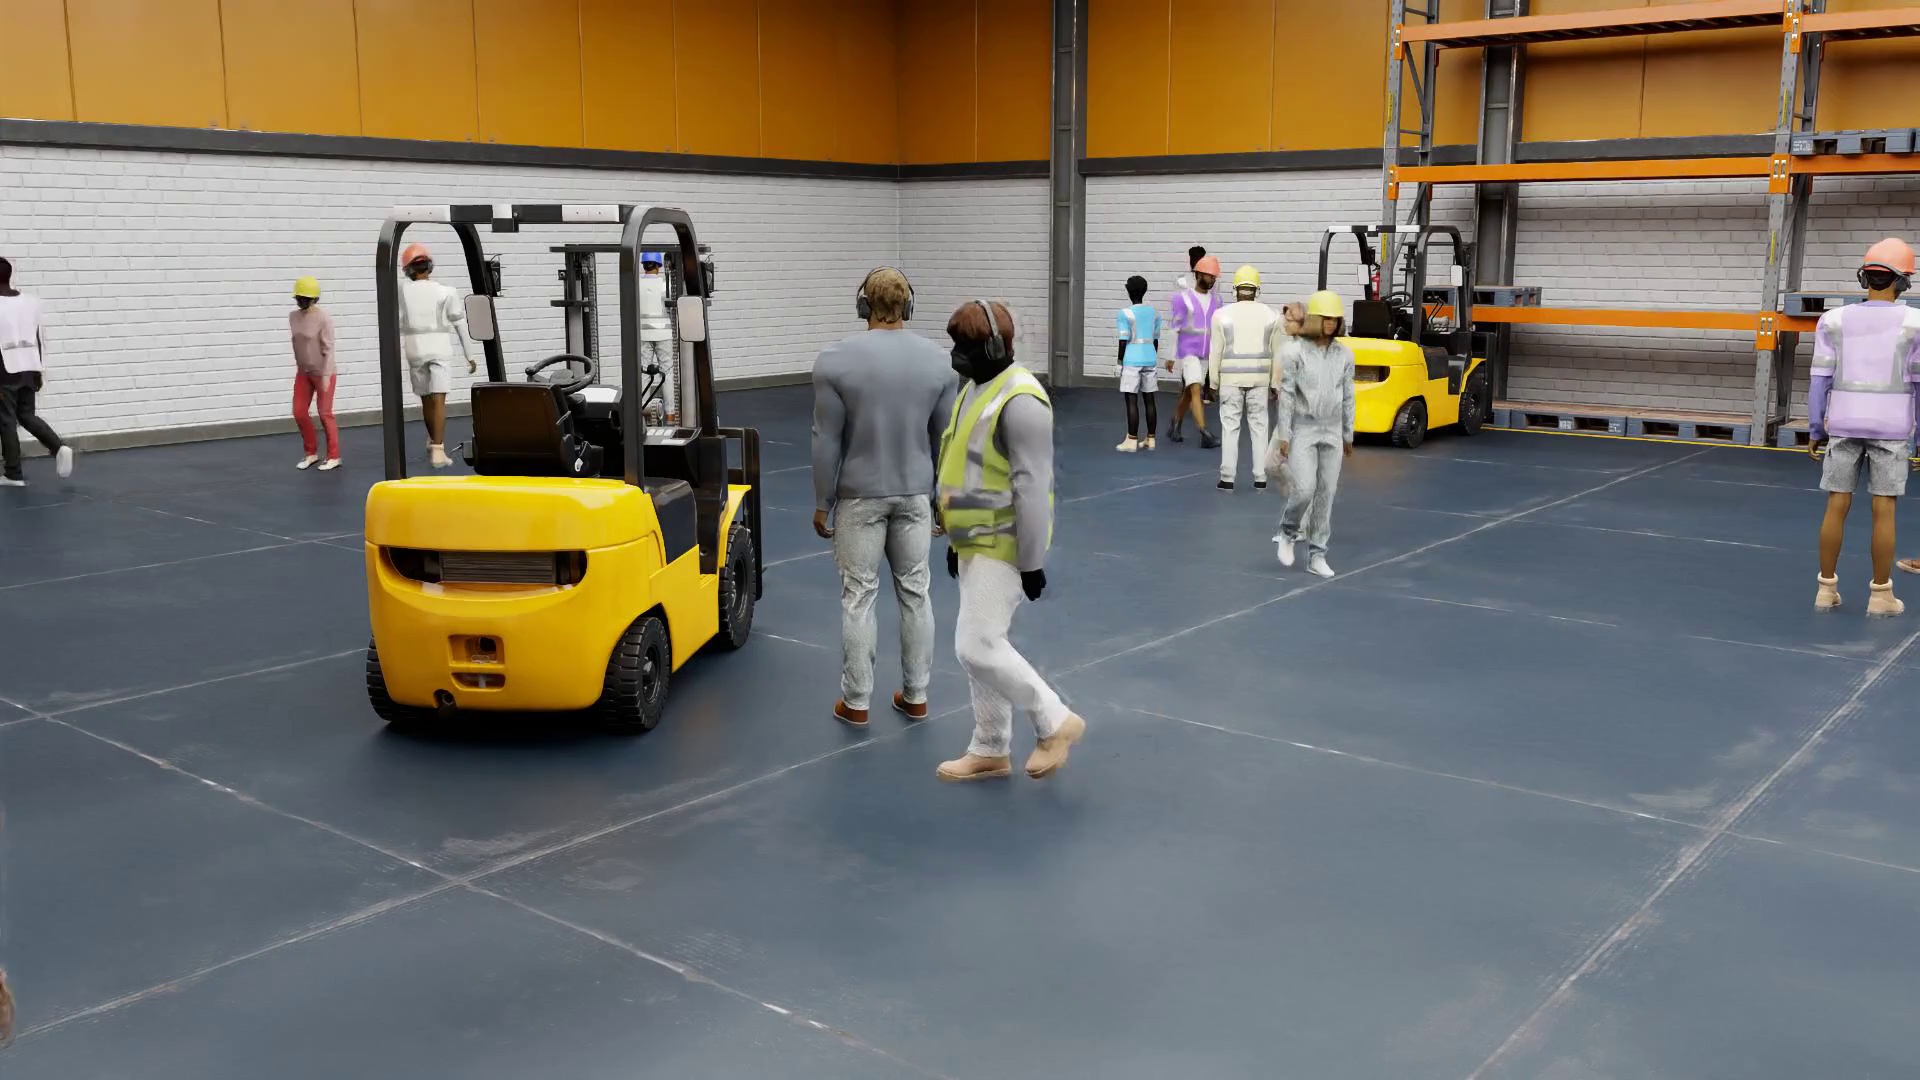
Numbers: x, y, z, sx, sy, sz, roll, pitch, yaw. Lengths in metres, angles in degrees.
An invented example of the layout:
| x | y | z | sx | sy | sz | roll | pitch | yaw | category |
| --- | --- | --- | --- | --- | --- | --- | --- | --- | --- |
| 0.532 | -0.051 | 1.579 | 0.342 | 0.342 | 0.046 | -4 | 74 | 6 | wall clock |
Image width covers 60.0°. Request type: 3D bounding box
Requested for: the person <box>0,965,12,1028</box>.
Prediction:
| x | y | z | sx | sy | sz | roll | pitch | yaw | category |
| --- | --- | --- | --- | --- | --- | --- | --- | --- | --- |
| -1.820 | 0.722 | 2.602 | 0.386 | 1.733 | 0.613 | 3 | 11 | 16 | person |

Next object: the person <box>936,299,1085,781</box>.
| x | y | z | sx | sy | sz | roll | pitch | yaw | category |
| --- | --- | --- | --- | --- | --- | --- | --- | --- | --- |
| 0.143 | 0.024 | 6.170 | 0.467 | 1.823 | 0.621 | -2 | 10 | -13 | person |

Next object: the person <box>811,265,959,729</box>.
| x | y | z | sx | sy | sz | roll | pitch | yaw | category |
| --- | --- | --- | --- | --- | --- | --- | --- | --- | --- |
| -0.311 | -0.172 | 6.975 | 0.630 | 1.934 | 0.363 | -3 | 11 | -19 | person |

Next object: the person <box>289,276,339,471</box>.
| x | y | z | sx | sy | sz | roll | pitch | yaw | category |
| --- | --- | --- | --- | --- | --- | --- | --- | --- | --- |
| -5.663 | -1.454 | 14.609 | 0.554 | 1.719 | 0.511 | 5 | 11 | 24 | person |

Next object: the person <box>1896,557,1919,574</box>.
| x | y | z | sx | sy | sz | roll | pitch | yaw | category |
| --- | --- | --- | --- | --- | --- | --- | --- | --- | --- |
| 6.136 | -0.624 | 9.732 | 0.942 | 1.841 | 0.574 | 7 | 12 | 33 | person |

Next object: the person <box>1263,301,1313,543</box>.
| x | y | z | sx | sy | sz | roll | pitch | yaw | category |
| --- | --- | --- | --- | --- | --- | --- | --- | --- | --- |
| 2.251 | -0.781 | 11.151 | 0.364 | 1.623 | 0.539 | -3 | 11 | -14 | person |

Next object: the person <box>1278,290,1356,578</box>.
| x | y | z | sx | sy | sz | roll | pitch | yaw | category |
| --- | --- | --- | --- | --- | --- | --- | --- | --- | --- |
| 2.168 | -0.639 | 10.072 | 0.503 | 1.731 | 0.379 | -3 | 11 | -17 | person |

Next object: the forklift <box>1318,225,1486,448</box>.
| x | y | z | sx | sy | sz | roll | pitch | yaw | category |
| --- | --- | --- | --- | --- | --- | --- | --- | --- | --- |
| 4.449 | -2.115 | 16.993 | 1.214 | 2.155 | 2.313 | 8 | 13 | 38 | forklift |

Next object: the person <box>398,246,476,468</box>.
| x | y | z | sx | sy | sz | roll | pitch | yaw | category |
| --- | --- | --- | --- | --- | --- | --- | --- | --- | --- |
| -4.793 | -1.668 | 15.129 | 0.721 | 1.969 | 1.030 | -1 | 10 | -7 | person |

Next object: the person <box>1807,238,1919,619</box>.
| x | y | z | sx | sy | sz | roll | pitch | yaw | category |
| --- | --- | --- | --- | --- | --- | --- | --- | --- | --- |
| 4.934 | -0.599 | 9.012 | 0.616 | 2.041 | 0.378 | 9 | 14 | 41 | person |

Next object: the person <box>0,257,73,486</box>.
| x | y | z | sx | sy | sz | roll | pitch | yaw | category |
| --- | --- | --- | --- | --- | --- | --- | --- | --- | --- |
| -7.759 | -1.377 | 13.712 | 0.646 | 1.905 | 0.609 | 3 | 11 | 14 | person |

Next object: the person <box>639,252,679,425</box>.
| x | y | z | sx | sy | sz | roll | pitch | yaw | category |
| --- | --- | --- | --- | --- | --- | --- | --- | --- | --- |
| -3.380 | -2.236 | 18.372 | 0.604 | 1.938 | 0.401 | 0 | 10 | -1 | person |

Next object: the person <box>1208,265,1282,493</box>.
| x | y | z | sx | sy | sz | roll | pitch | yaw | category |
| --- | --- | --- | --- | --- | --- | --- | --- | --- | --- |
| 2.290 | -1.289 | 13.419 | 0.600 | 1.829 | 0.404 | -1 | 10 | -3 | person |

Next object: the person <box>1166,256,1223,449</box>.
| x | y | z | sx | sy | sz | roll | pitch | yaw | category |
| --- | --- | --- | --- | --- | --- | --- | --- | --- | --- |
| 2.355 | -1.861 | 16.481 | 0.558 | 1.876 | 1.028 | -5 | 11 | -26 | person |

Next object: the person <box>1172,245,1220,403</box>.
| x | y | z | sx | sy | sz | roll | pitch | yaw | category |
| --- | --- | --- | --- | --- | --- | --- | --- | --- | --- |
| 2.939 | -2.684 | 20.778 | 0.609 | 1.964 | 0.367 | 0 | 10 | -1 | person |

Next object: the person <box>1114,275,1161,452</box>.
| x | y | z | sx | sy | sz | roll | pitch | yaw | category |
| --- | --- | --- | --- | --- | --- | --- | --- | --- | --- |
| 1.709 | -1.695 | 16.034 | 0.537 | 1.698 | 0.321 | -7 | 12 | -35 | person |

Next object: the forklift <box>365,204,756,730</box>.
| x | y | z | sx | sy | sz | roll | pitch | yaw | category |
| --- | --- | --- | --- | --- | --- | --- | --- | --- | --- |
| -1.766 | -0.406 | 7.525 | 1.214 | 2.155 | 2.313 | 1 | 10 | 7 | forklift |
